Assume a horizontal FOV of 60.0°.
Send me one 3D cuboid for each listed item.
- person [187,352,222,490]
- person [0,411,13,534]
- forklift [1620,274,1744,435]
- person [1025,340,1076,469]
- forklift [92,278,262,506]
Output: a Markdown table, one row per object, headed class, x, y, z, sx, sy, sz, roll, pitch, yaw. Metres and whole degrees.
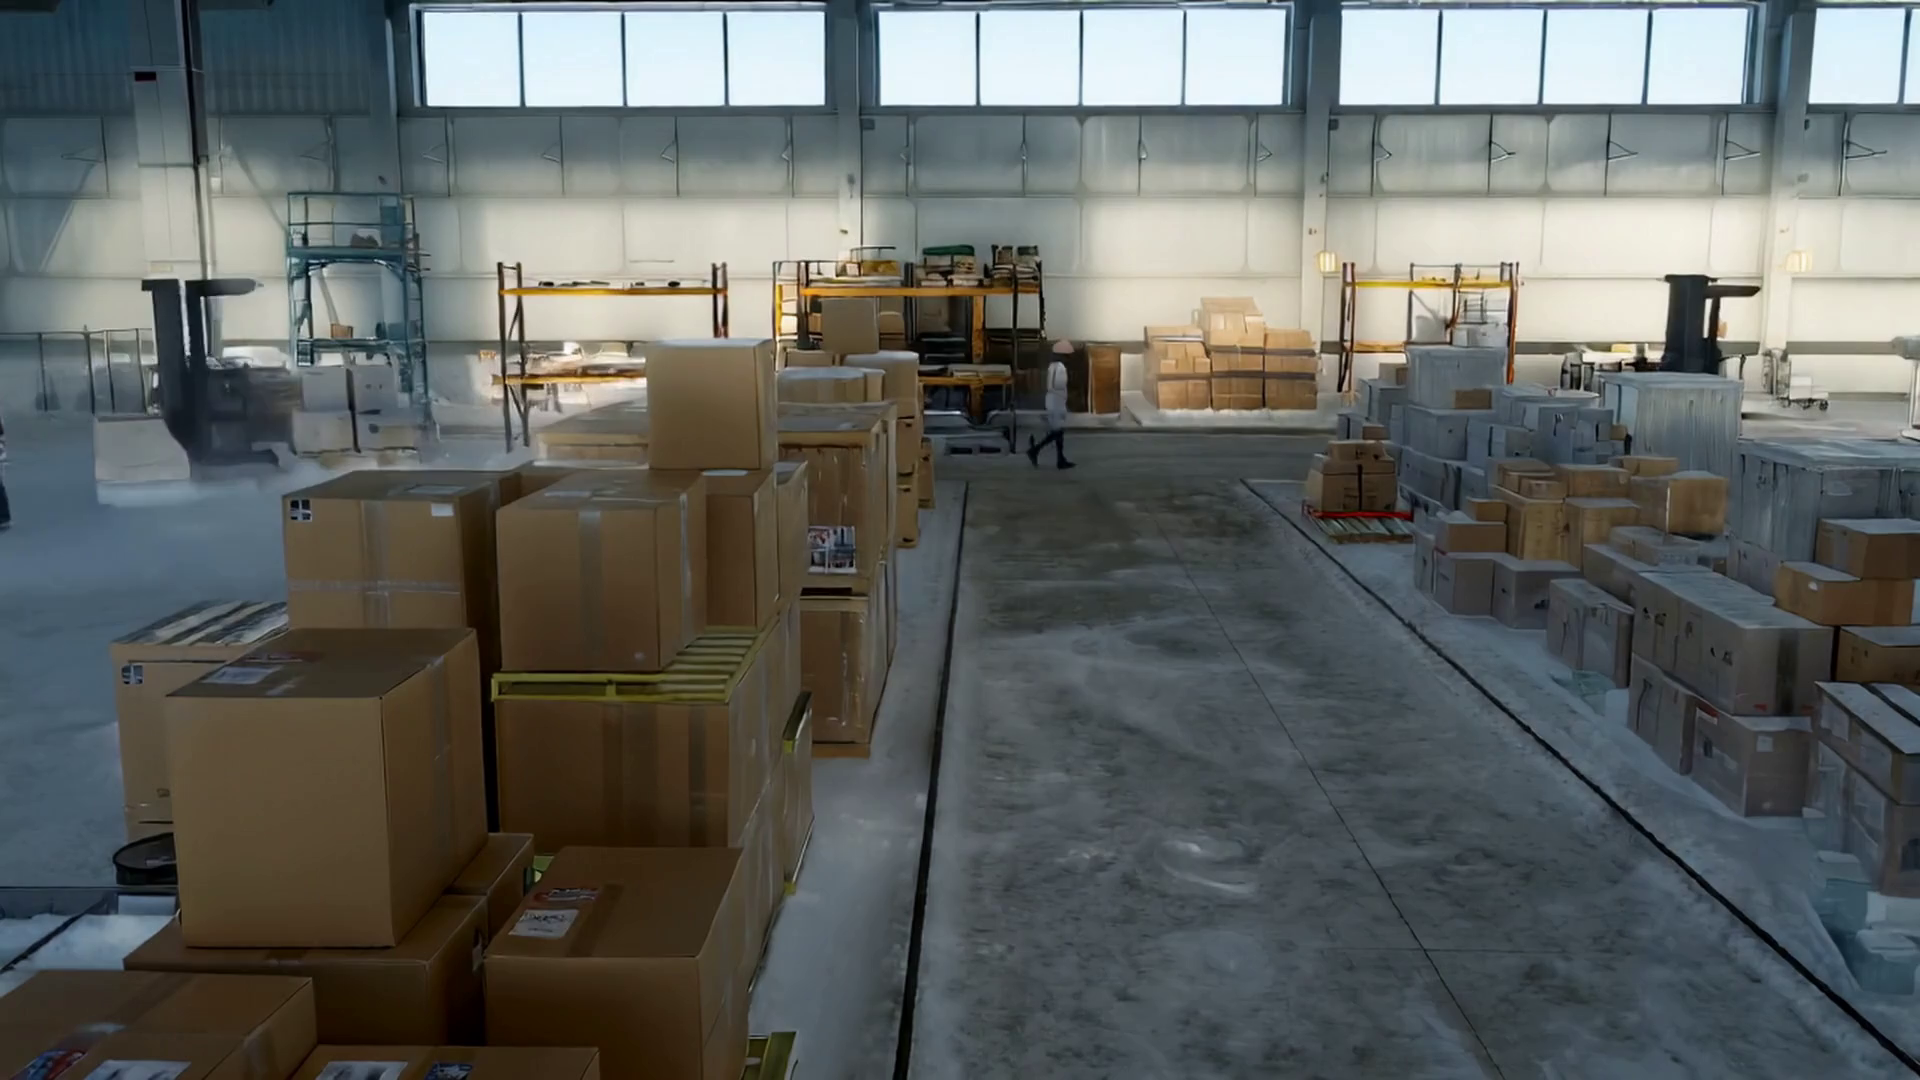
| class | x | y | z | sx | sy | sz | roll | pitch | yaw |
| --- | --- | --- | --- | --- | --- | --- | --- | --- | --- |
| person | -9.928 | -1.537 | 21.710 | 0.510 | 1.917 | 0.647 | -2 | 10 | -14 |
| person | -10.840 | -0.990 | 18.555 | 0.342 | 1.881 | 0.646 | -4 | 10 | -23 |
| forklift | 12.701 | -3.275 | 29.255 | 1.873 | 2.768 | 1.129 | 0 | 9 | 1 |
| person | 1.336 | -1.964 | 24.316 | 0.749 | 1.917 | 0.552 | -3 | 10 | -17 |
| forklift | -10.024 | -1.920 | 21.135 | 1.873 | 2.768 | 1.129 | -5 | 11 | -27 |
